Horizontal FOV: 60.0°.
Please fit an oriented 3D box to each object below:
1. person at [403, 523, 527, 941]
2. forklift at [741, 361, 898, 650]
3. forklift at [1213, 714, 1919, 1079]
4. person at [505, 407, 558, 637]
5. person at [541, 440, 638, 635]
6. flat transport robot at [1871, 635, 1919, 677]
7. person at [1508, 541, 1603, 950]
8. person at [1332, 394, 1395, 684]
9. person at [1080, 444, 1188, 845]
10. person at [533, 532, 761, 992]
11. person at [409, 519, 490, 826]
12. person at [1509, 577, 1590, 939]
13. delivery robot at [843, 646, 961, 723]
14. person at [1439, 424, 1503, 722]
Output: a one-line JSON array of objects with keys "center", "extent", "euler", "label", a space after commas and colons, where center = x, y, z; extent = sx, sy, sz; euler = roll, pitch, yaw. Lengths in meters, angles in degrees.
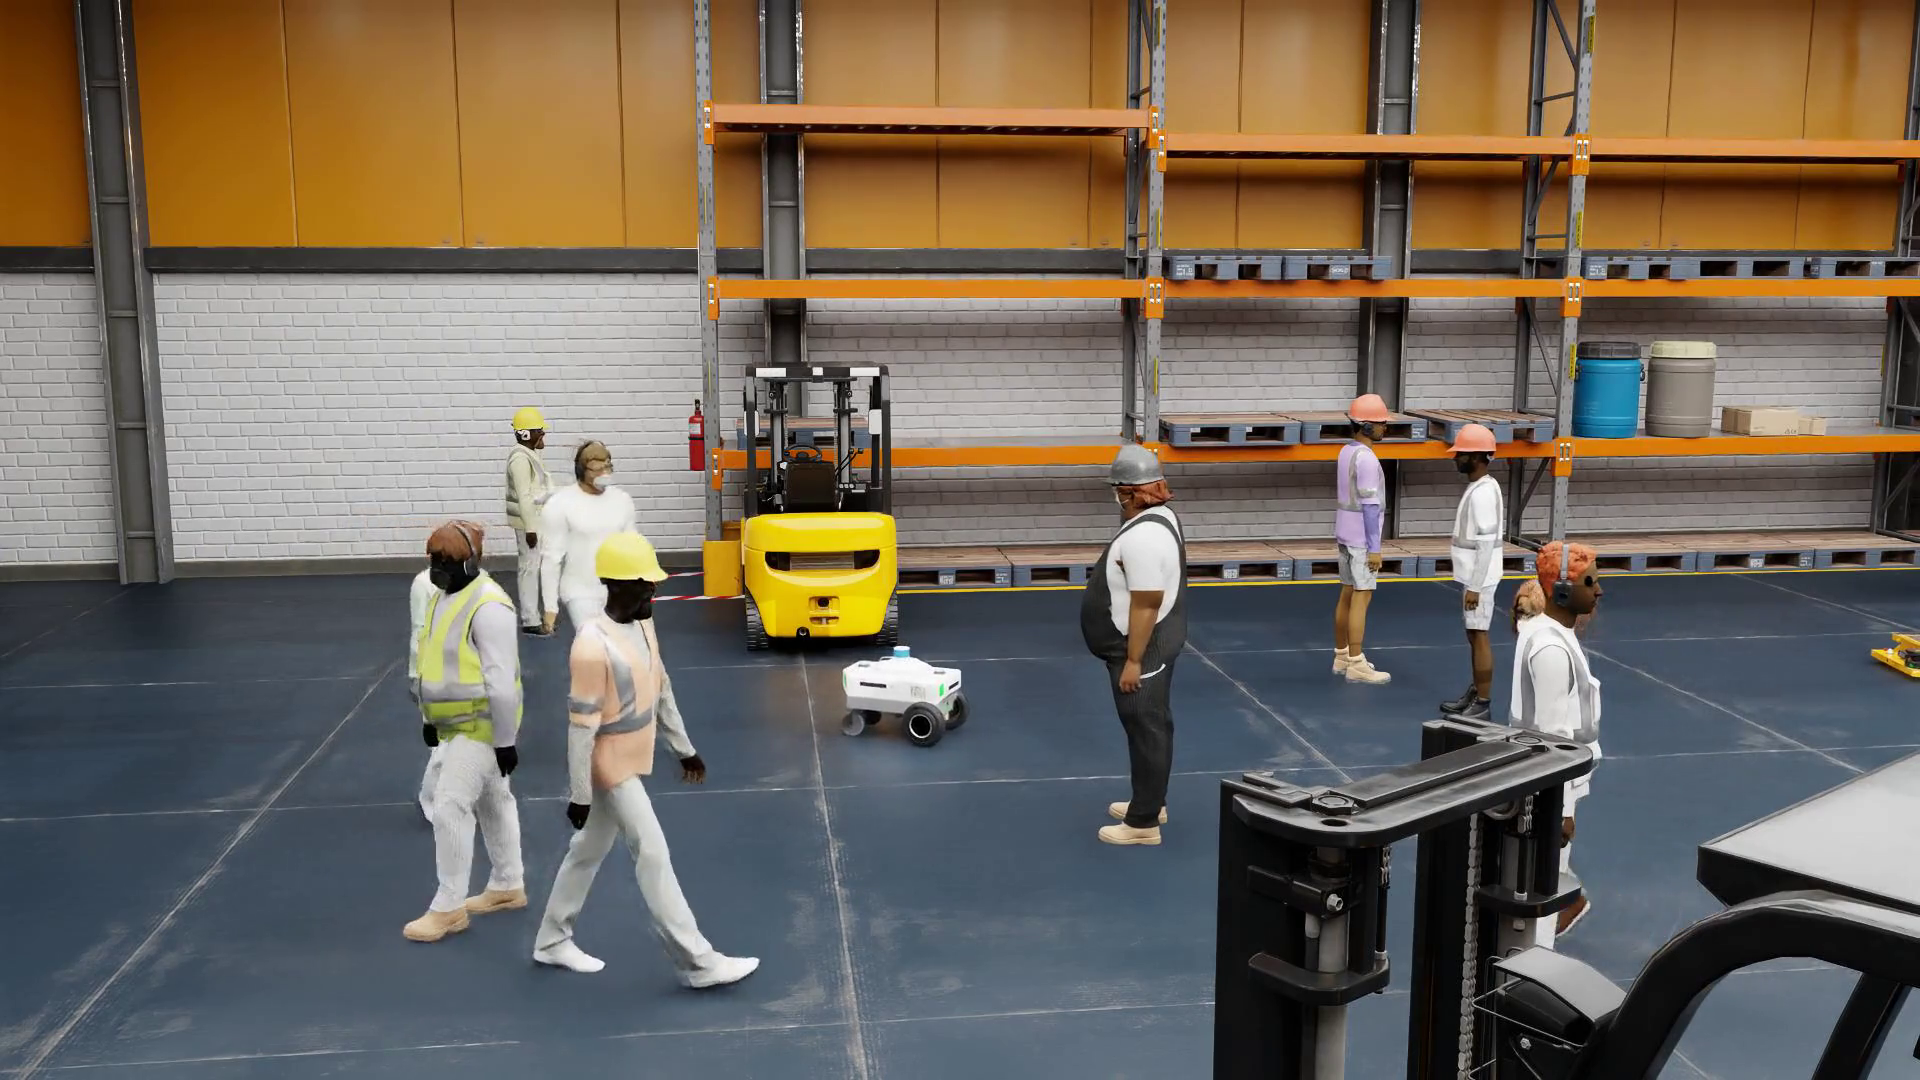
[{"center": [-2.220, 0.827, 7.255], "extent": [0.731, 1.815, 0.695], "euler": [-6, 11, -33], "label": "person"}, {"center": [-1.154, -0.340, 13.365], "extent": [1.214, 2.155, 2.313], "euler": [-1, 9, -7], "label": "forklift"}, {"center": [1.441, 1.425, 2.350], "extent": [1.214, 2.155, 2.313], "euler": [-7, 12, -39], "label": "forklift"}, {"center": [-3.413, -0.146, 13.279], "extent": [0.404, 1.833, 0.588], "euler": [-2, 9, -13], "label": "person"}, {"center": [-2.096, 0.365, 9.848], "extent": [0.757, 1.906, 0.665], "euler": [7, 11, 37], "label": "person"}, {"center": [7.458, 0.841, 11.979], "extent": [1.431, 0.197, 0.652], "euler": [1, 9, 5], "label": "flat transport robot"}, {"center": [2.264, 0.940, 6.348], "extent": [0.355, 1.882, 0.576], "euler": [2, 9, 14], "label": "person"}, {"center": [2.855, -0.010, 11.776], "extent": [0.373, 2.044, 0.608], "euler": [-1, 9, -5], "label": "person"}, {"center": [0.879, 0.520, 8.474], "extent": [0.536, 2.000, 0.681], "euler": [3, 9, 16], "label": "person"}, {"center": [-1.323, 0.889, 6.713], "extent": [1.015, 1.866, 0.601], "euler": [1, 9, 7], "label": "person"}, {"center": [-2.622, 0.698, 8.648], "extent": [0.366, 1.621, 0.531], "euler": [5, 10, 29], "label": "person"}, {"center": [2.454, 0.948, 7.099], "extent": [0.359, 1.621, 0.544], "euler": [1, 9, 9], "label": "person"}, {"center": [-0.366, 0.907, 10.390], "extent": [0.707, 0.478, 0.477], "euler": [4, 10, 21], "label": "delivery robot"}, {"center": [3.271, 0.226, 10.634], "extent": [0.379, 1.938, 0.547], "euler": [3, 9, 16], "label": "person"}]
